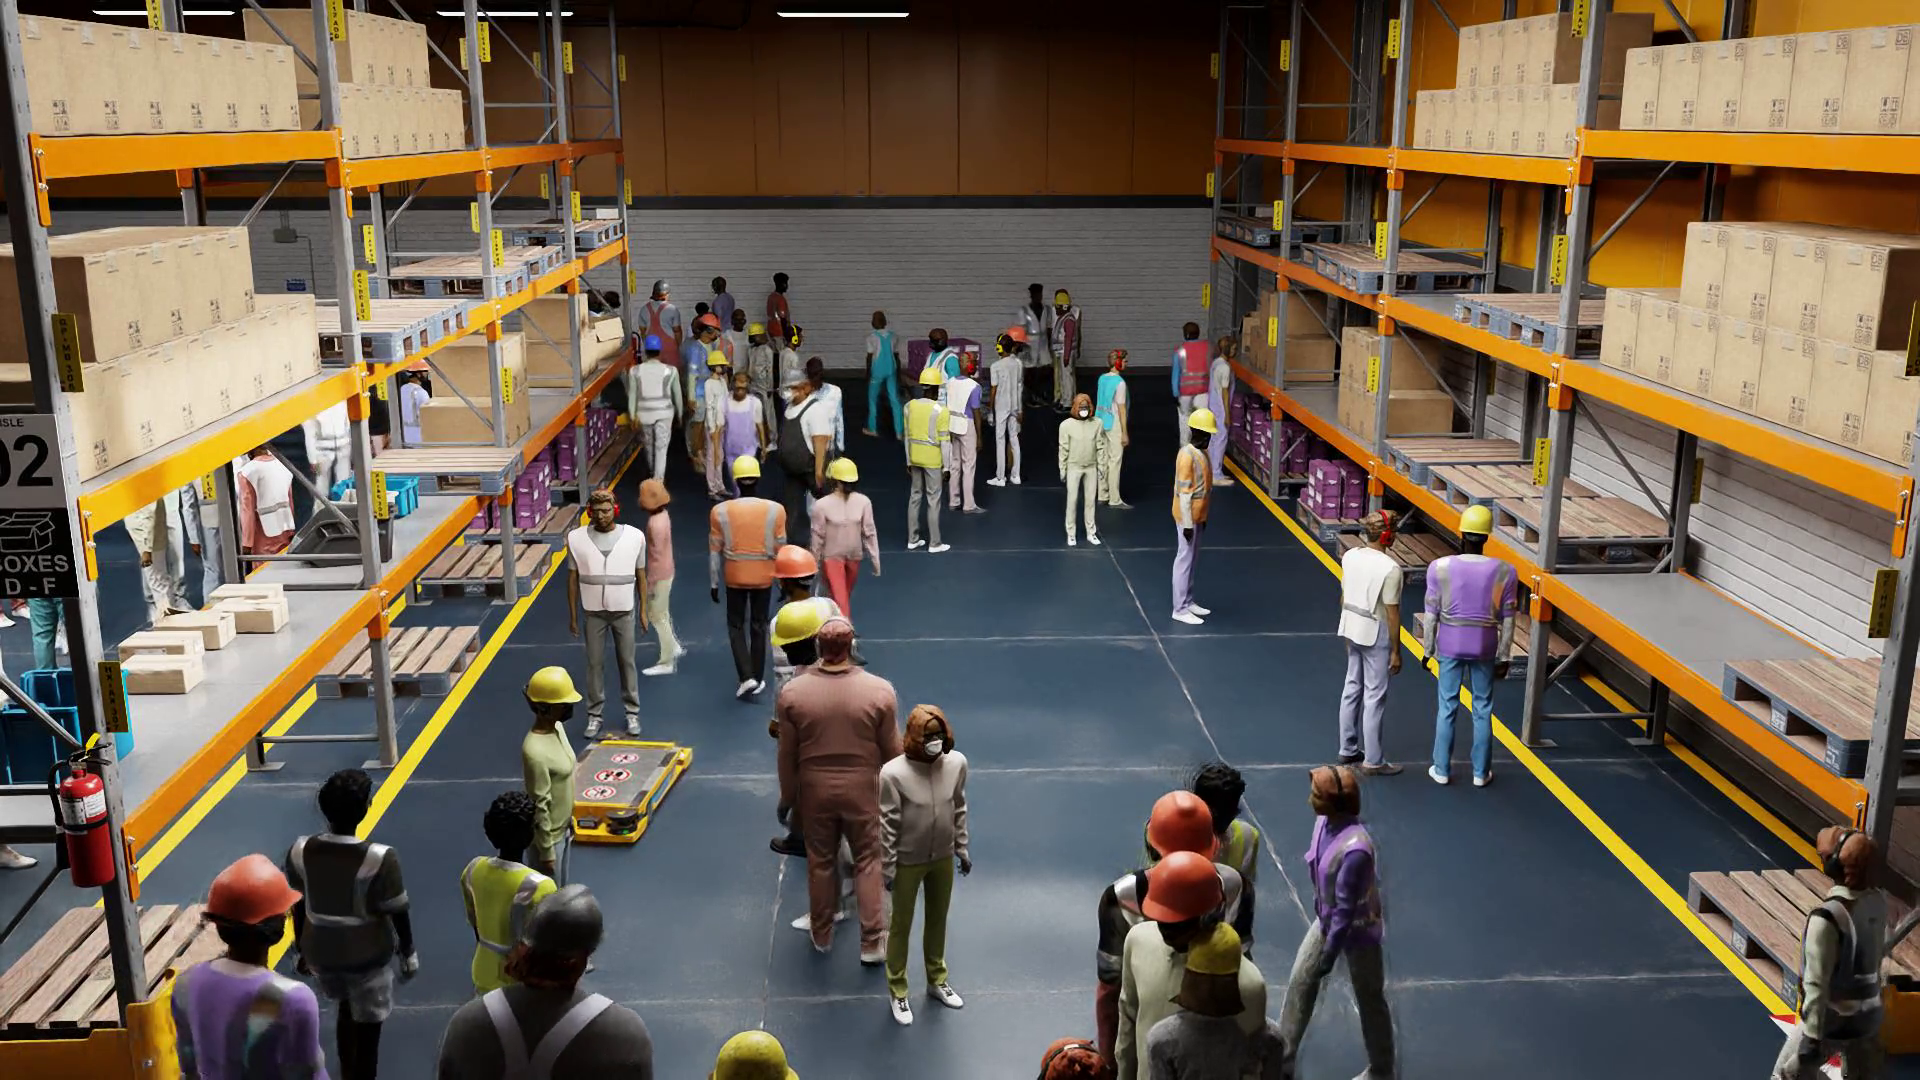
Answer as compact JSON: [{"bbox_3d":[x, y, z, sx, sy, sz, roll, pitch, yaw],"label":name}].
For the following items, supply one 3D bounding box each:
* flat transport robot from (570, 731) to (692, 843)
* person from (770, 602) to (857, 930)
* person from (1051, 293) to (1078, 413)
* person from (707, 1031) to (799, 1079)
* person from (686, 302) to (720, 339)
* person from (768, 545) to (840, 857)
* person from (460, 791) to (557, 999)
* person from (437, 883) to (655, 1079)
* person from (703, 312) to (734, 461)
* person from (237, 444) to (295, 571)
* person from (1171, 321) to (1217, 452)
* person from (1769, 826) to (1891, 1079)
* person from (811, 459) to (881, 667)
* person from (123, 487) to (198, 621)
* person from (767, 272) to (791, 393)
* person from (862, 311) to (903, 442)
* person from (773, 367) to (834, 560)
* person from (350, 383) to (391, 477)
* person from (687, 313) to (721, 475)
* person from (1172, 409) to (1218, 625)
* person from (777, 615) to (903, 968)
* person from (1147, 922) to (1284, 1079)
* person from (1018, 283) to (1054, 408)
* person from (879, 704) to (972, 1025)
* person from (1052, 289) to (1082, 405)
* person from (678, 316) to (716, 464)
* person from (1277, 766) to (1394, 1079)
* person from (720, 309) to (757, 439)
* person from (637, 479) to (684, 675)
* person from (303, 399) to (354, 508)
[{"bbox_3d":[-2.263,1.606,10.943,0.652,0.197,1.431,1,14,5],"label":"flat transport robot"},{"bbox_3d":[-0.767,1.236,9.153,0.524,1.894,0.595,-6,15,-21],"label":"person"},{"bbox_3d":[1.585,-2.859,25.377,0.403,1.824,0.593,-2,14,-7],"label":"person"},{"bbox_3d":[-0.646,2.328,5.197,0.320,1.738,0.483,2,14,8],"label":"person"},{"bbox_3d":[-3.906,-2.798,25.407,0.539,1.689,0.321,-5,15,-18],"label":"person"},{"bbox_3d":[-0.969,0.972,10.113,0.358,1.937,0.544,9,17,33],"label":"person"},{"bbox_3d":[-1.871,1.877,7.051,0.533,1.694,0.320,10,17,33],"label":"person"},{"bbox_3d":[-1.335,2.079,5.558,0.686,2.000,1.075,2,14,6],"label":"person"},{"bbox_3d":[-3.233,-1.998,21.708,0.608,1.966,0.370,-4,15,-17],"label":"person"},{"bbox_3d":[-5.897,-0.054,14.209,0.415,1.907,0.594,4,15,15],"label":"person"},{"bbox_3d":[3.097,-1.971,21.931,0.633,1.813,0.840,-1,14,-5],"label":"person"},{"bbox_3d":[3.562,1.951,6.888,0.551,1.609,0.754,-9,17,-30],"label":"person"},{"bbox_3d":[-0.934,0.166,13.718,0.538,1.707,0.955,-8,17,-30],"label":"person"},{"bbox_3d":[-7.176,-0.216,14.846,0.400,1.907,0.597,12,19,39],"label":"person"},{"bbox_3d":[-2.945,-3.383,27.156,0.371,1.961,0.602,-7,16,-26],"label":"person"},{"bbox_3d":[-1.063,-2.286,23.220,0.550,1.792,0.835,-8,16,-29],"label":"person"},{"bbox_3d":[-1.582,-0.782,16.789,1.022,2.000,0.805,-11,18,-37],"label":"person"},{"bbox_3d":[-6.676,-1.210,18.645,0.633,1.943,0.971,3,15,11],"label":"person"},{"bbox_3d":[-3.281,-1.836,20.989,0.478,2.023,0.794,5,15,17],"label":"person"},{"bbox_3d":[2.092,-0.221,14.825,0.383,1.922,0.587,6,15,21],"label":"person"},{"bbox_3d":[-0.642,1.345,8.806,0.687,1.907,0.604,0,14,2],"label":"person"},{"bbox_3d":[0.878,2.159,5.853,0.483,1.736,0.311,-1,14,-3],"label":"person"},{"bbox_3d":[1.188,-2.998,25.688,0.622,1.937,0.510,-6,15,-21],"label":"person"},{"bbox_3d":[-0.173,1.591,8.281,0.497,1.634,0.279,-9,17,-30],"label":"person"},{"bbox_3d":[1.620,-3.004,25.939,0.577,1.830,0.411,5,15,20],"label":"person"},{"bbox_3d":[-3.357,-1.937,21.528,0.353,1.937,0.635,11,18,36],"label":"person"},{"bbox_3d":[1.669,1.790,7.567,0.780,1.598,0.521,-3,15,-11],"label":"person"},{"bbox_3d":[-3.077,-2.300,23.159,0.504,1.840,0.341,-7,16,-25],"label":"person"},{"bbox_3d":[-2.452,0.302,13.351,0.338,1.620,0.517,-2,14,-7],"label":"person"},{"bbox_3d":[-6.674,-0.910,17.642,0.570,1.863,0.689,-11,18,-37],"label":"person"}]
